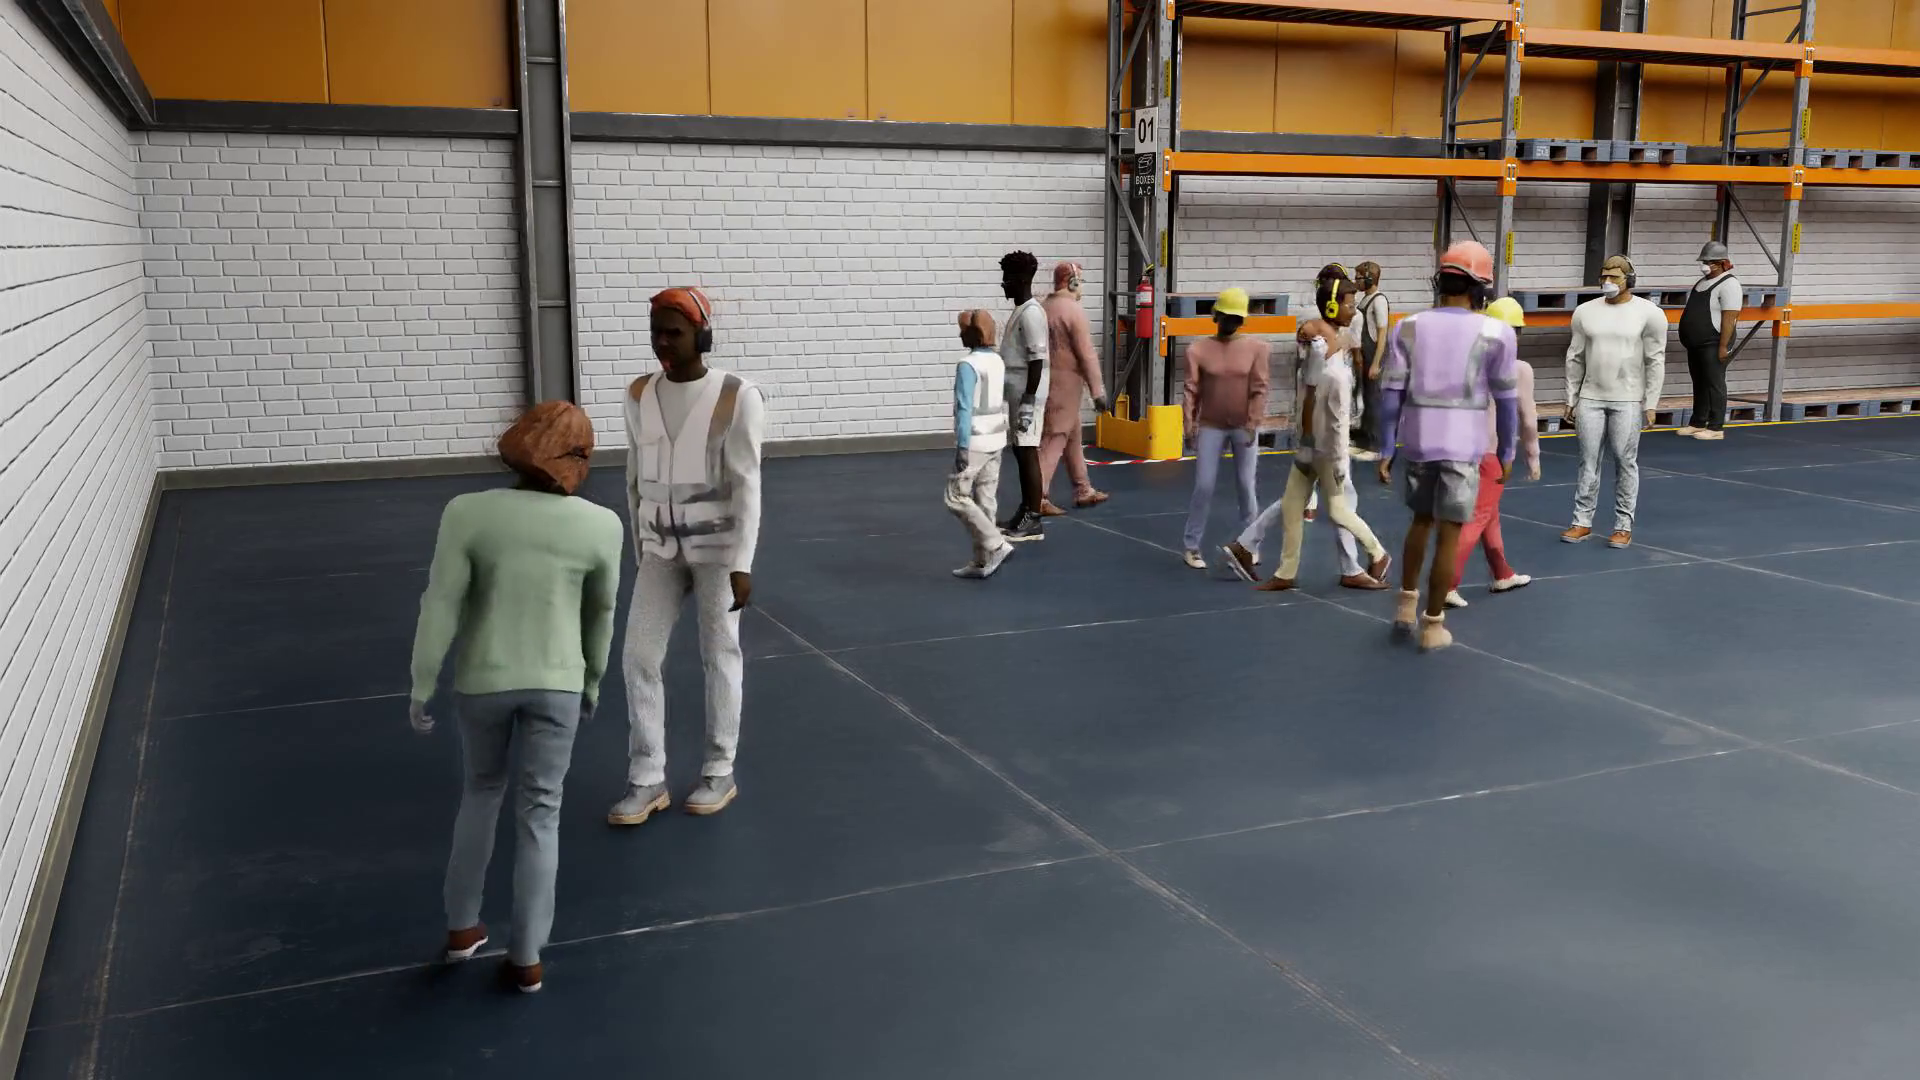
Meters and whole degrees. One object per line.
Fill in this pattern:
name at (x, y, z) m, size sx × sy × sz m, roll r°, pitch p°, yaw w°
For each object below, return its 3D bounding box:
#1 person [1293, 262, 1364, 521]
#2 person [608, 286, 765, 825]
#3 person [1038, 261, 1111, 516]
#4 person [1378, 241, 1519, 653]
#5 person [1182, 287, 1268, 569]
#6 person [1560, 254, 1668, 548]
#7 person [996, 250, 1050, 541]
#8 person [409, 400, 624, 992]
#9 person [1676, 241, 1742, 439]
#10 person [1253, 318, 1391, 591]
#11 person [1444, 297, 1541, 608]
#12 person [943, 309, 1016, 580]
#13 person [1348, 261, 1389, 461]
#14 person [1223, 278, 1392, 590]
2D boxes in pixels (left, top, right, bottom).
person at (2.659, -1.057, 12.029) m, size 0.547 × 1.870 × 0.325 m, roll 5°, pitch 11°, yaw 24°
person at (-0.969, 0.076, 5.728) m, size 0.587 × 1.866 × 0.657 m, roll 4°, pitch 11°, yaw 19°
person at (0.864, -1.112, 12.341) m, size 0.906 × 1.870 × 0.660 m, roll -4°, pitch 11°, yaw -23°
person at (2.423, -0.452, 8.236) m, size 0.626 × 2.019 × 0.579 m, roll 7°, pitch 13°, yaw 36°
person at (1.632, -0.688, 10.294) m, size 0.517 × 1.745 × 0.393 m, roll 1°, pitch 10°, yaw 4°
person at (4.326, -0.916, 11.046) m, size 0.633 × 1.938 × 0.356 m, roll 9°, pitch 13°, yaw 41°
person at (0.423, -0.979, 11.319) m, size 0.361 × 1.963 × 0.613 m, roll -1°, pitch 10°, yaw -5°
person at (-1.204, 0.421, 4.574) m, size 0.582 × 1.592 × 0.458 m, roll -3°, pitch 11°, yaw -16°
person at (7.684, -2.060, 17.138) m, size 0.535 × 2.000 × 0.680 m, roll -1°, pitch 10°, yaw -3°
person at (2.140, -0.488, 9.636) m, size 0.810 × 1.597 × 0.520 m, roll -4°, pitch 11°, yaw -19°
person at (2.953, -0.489, 9.294) m, size 0.929 × 1.717 × 0.542 m, roll -6°, pitch 12°, yaw -31°
person at (0.117, -0.553, 9.874) m, size 0.391 × 1.625 × 0.537 m, roll 5°, pitch 11°, yaw 26°
person at (3.786, -1.647, 15.398) m, size 0.348 × 1.840 × 0.506 m, roll -1°, pitch 10°, yaw -3°
person at (2.037, -0.615, 9.709) m, size 0.936 × 1.829 × 0.517 m, roll 3°, pitch 10°, yaw 14°
